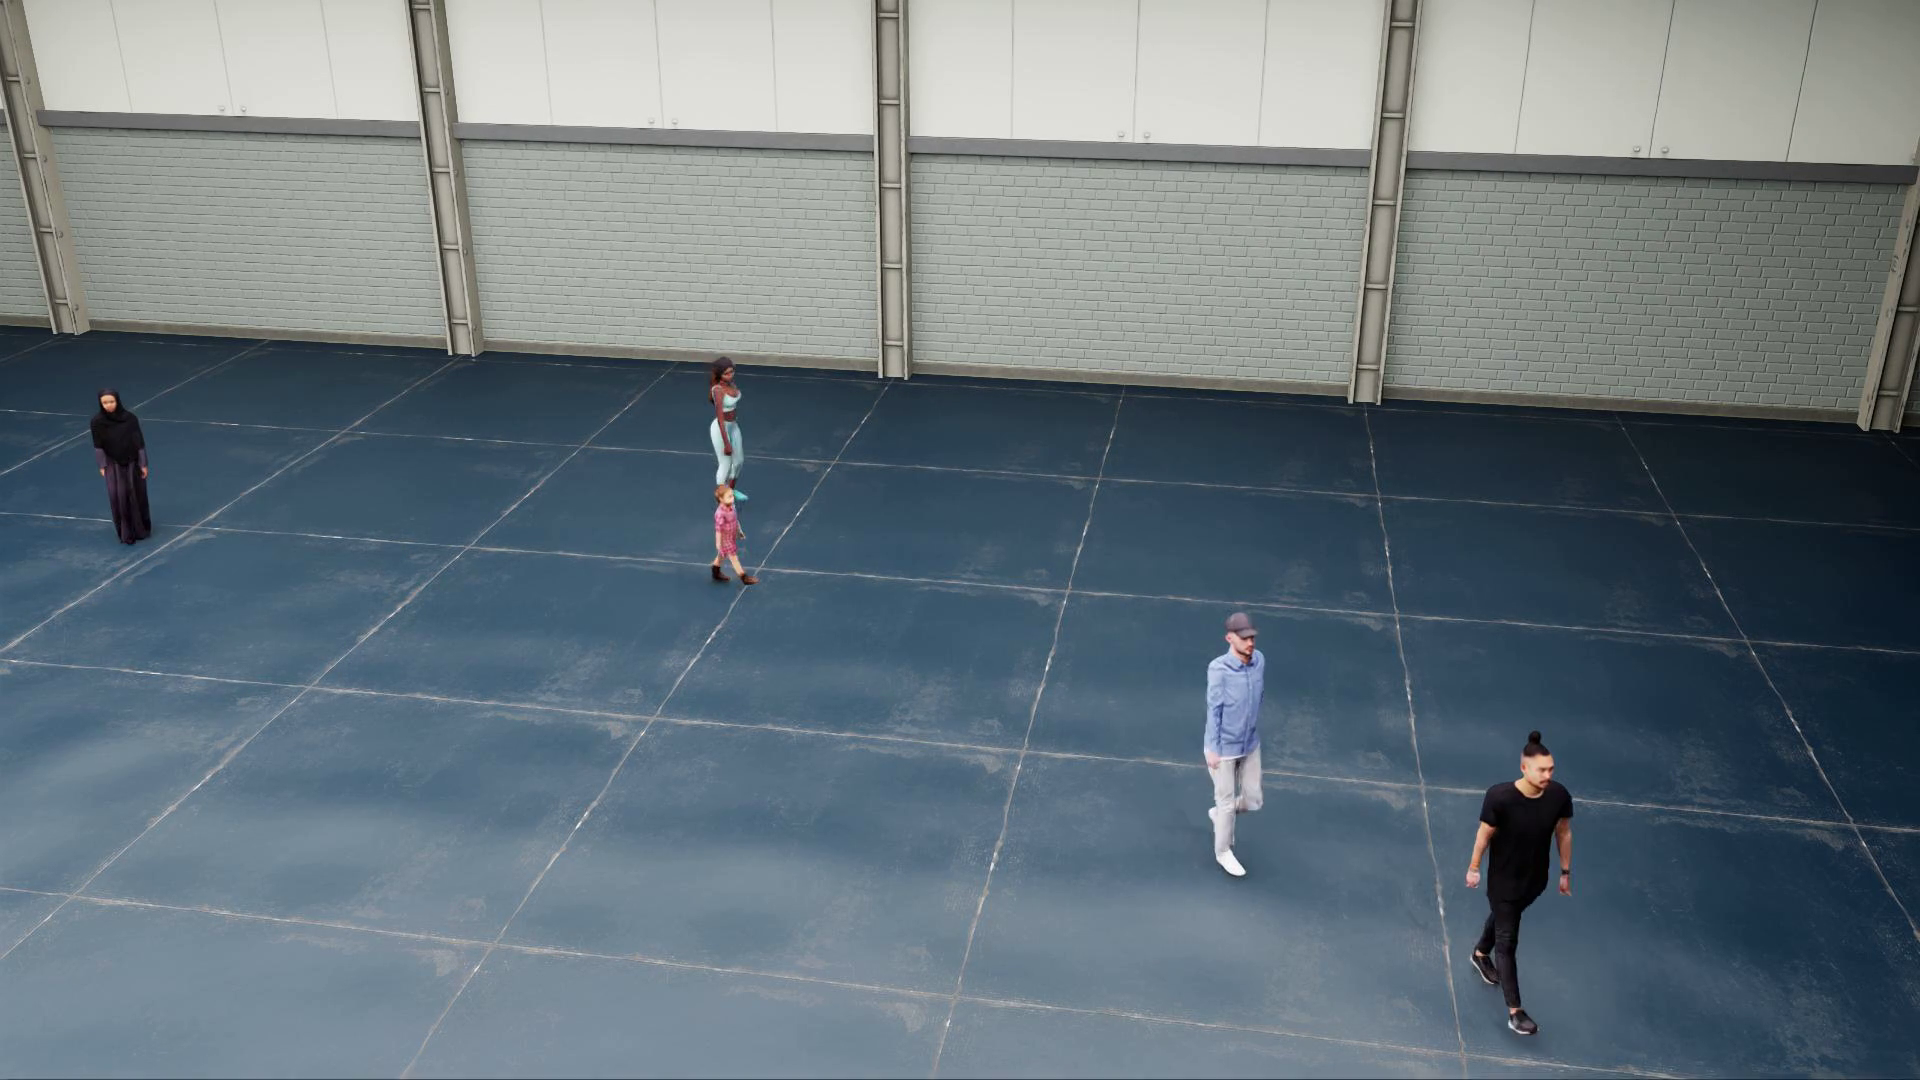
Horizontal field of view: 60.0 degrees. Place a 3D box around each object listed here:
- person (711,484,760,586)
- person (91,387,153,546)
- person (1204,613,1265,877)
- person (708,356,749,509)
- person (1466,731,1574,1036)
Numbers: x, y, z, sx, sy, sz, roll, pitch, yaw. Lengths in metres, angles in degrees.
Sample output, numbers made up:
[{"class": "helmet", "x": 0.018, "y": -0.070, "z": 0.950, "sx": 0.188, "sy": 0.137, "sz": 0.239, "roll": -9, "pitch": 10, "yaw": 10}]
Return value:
[{"class": "person", "x": -2.216, "y": -0.049, "z": 15.548, "sx": 0.755, "sy": 0.998, "sz": 0.484, "roll": 7, "pitch": 24, "yaw": 16}, {"class": "person", "x": -8.295, "y": -0.795, "z": 16.521, "sx": 0.847, "sy": 1.609, "sz": 0.891, "roll": -12, "pitch": 26, "yaw": -27}, {"class": "person", "x": 1.795, "y": 1.333, "z": 11.175, "sx": 0.858, "sy": 1.877, "sz": 0.912, "roll": -12, "pitch": 26, "yaw": -26}, {"class": "person", "x": -2.427, "y": -1.093, "z": 17.117, "sx": 0.672, "sy": 1.690, "sz": 0.727, "roll": 3, "pitch": 23, "yaw": 8}, {"class": "person", "x": 3.256, "y": 1.920, "z": 9.870, "sx": 1.160, "sy": 1.818, "sz": 1.021, "roll": -4, "pitch": 23, "yaw": -10}]
